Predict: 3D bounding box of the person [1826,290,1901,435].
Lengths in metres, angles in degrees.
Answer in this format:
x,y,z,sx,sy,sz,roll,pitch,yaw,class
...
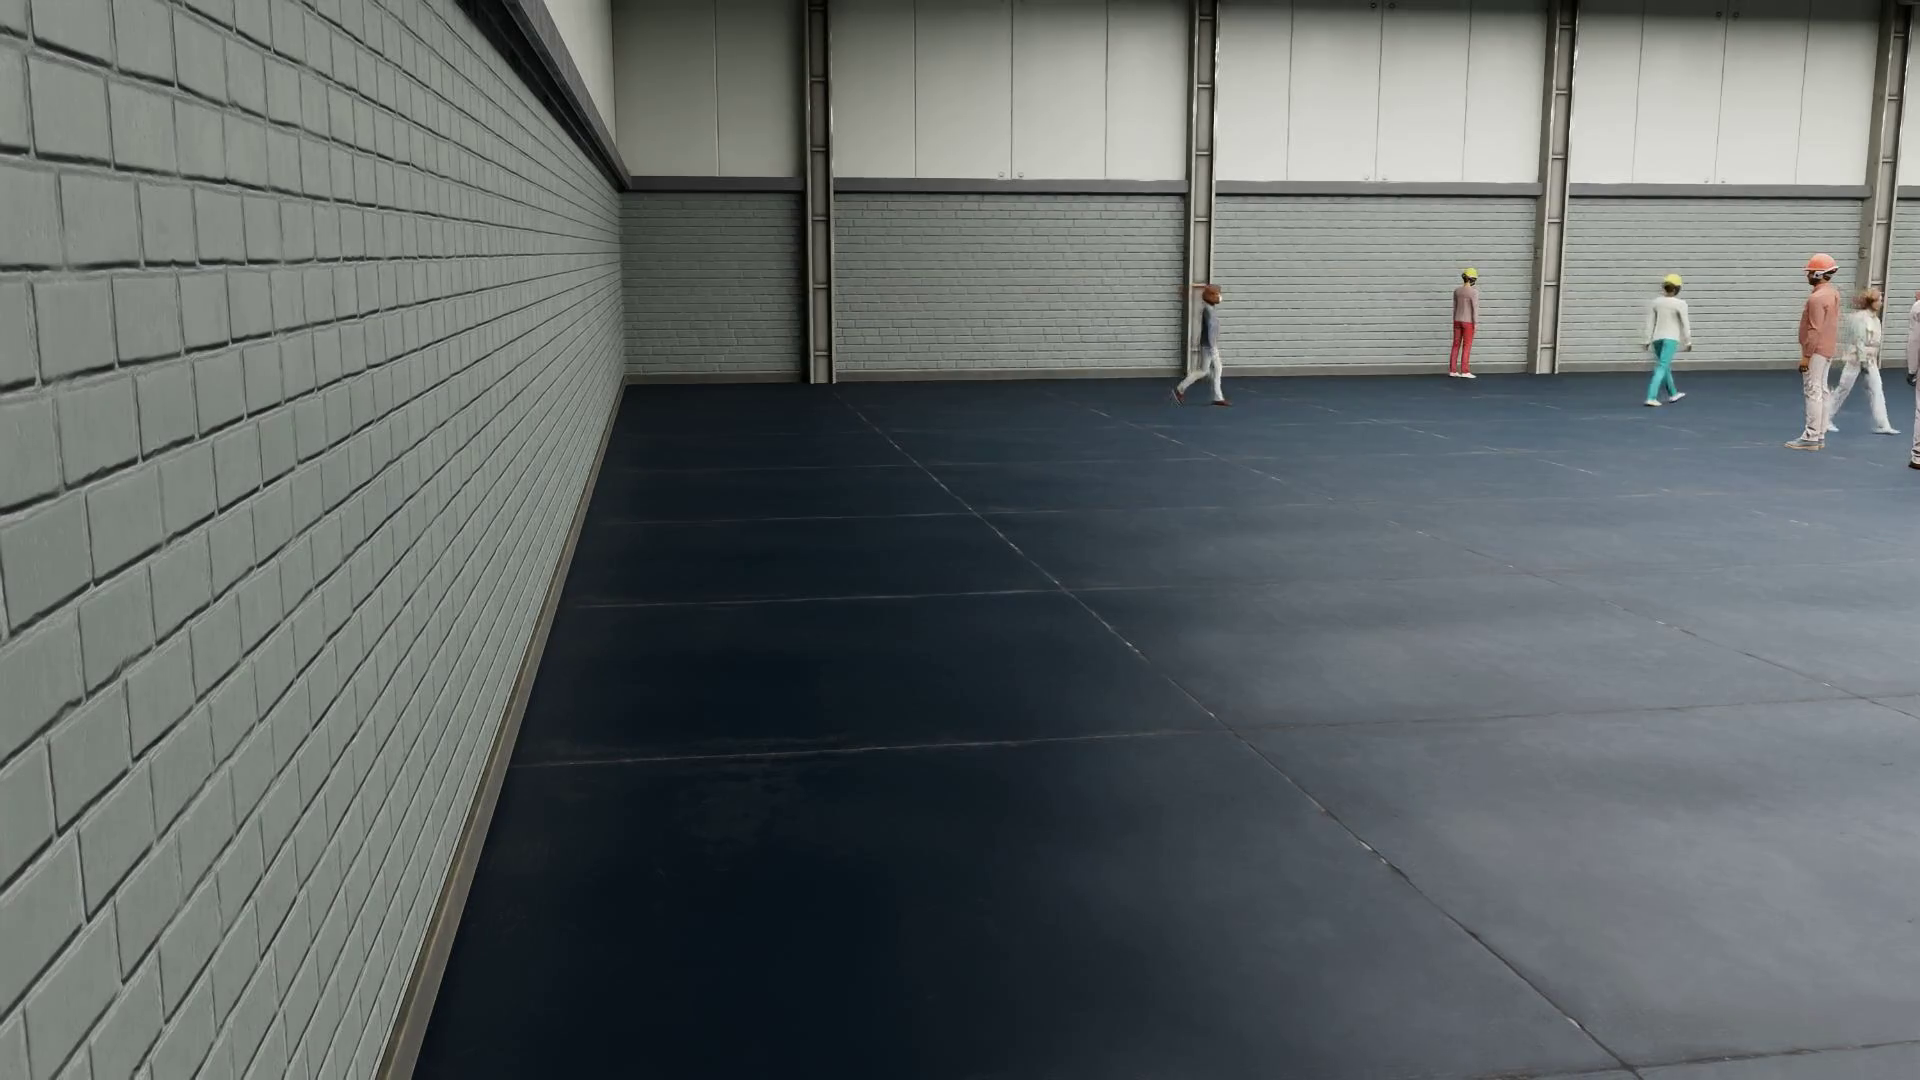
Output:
x,y,z,sx,sy,sz,roll,pitch,yaw,class
10.021,-1.977,18.494,0.519,1.596,0.850,-6,12,-33,person

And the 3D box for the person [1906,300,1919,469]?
x,y,z,sx,sy,sz,roll,pitch,yaw,class
9.103,-1.588,15.373,0.643,1.909,0.410,5,11,28,person

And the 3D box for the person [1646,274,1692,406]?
x,y,z,sx,sy,sz,roll,pitch,yaw,class
9.321,-2.617,21.813,0.895,1.713,0.549,-5,11,-29,person

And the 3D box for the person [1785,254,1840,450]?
x,y,z,sx,sy,sz,roll,pitch,yaw,class
8.760,-1.920,17.026,0.376,1.995,0.609,9,13,42,person

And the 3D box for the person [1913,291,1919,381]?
x,y,z,sx,sy,sz,roll,pitch,yaw,class
14.996,-3.302,25.658,0.524,1.764,0.329,3,10,18,person

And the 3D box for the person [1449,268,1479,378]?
x,y,z,sx,sy,sz,roll,pitch,yaw,class
8.105,-3.468,26.628,0.332,1.761,0.523,-6,11,-29,person

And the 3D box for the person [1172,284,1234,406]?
x,y,z,sx,sy,sz,roll,pitch,yaw,class
3.185,-2.540,21.731,0.750,1.605,0.507,2,10,10,person
